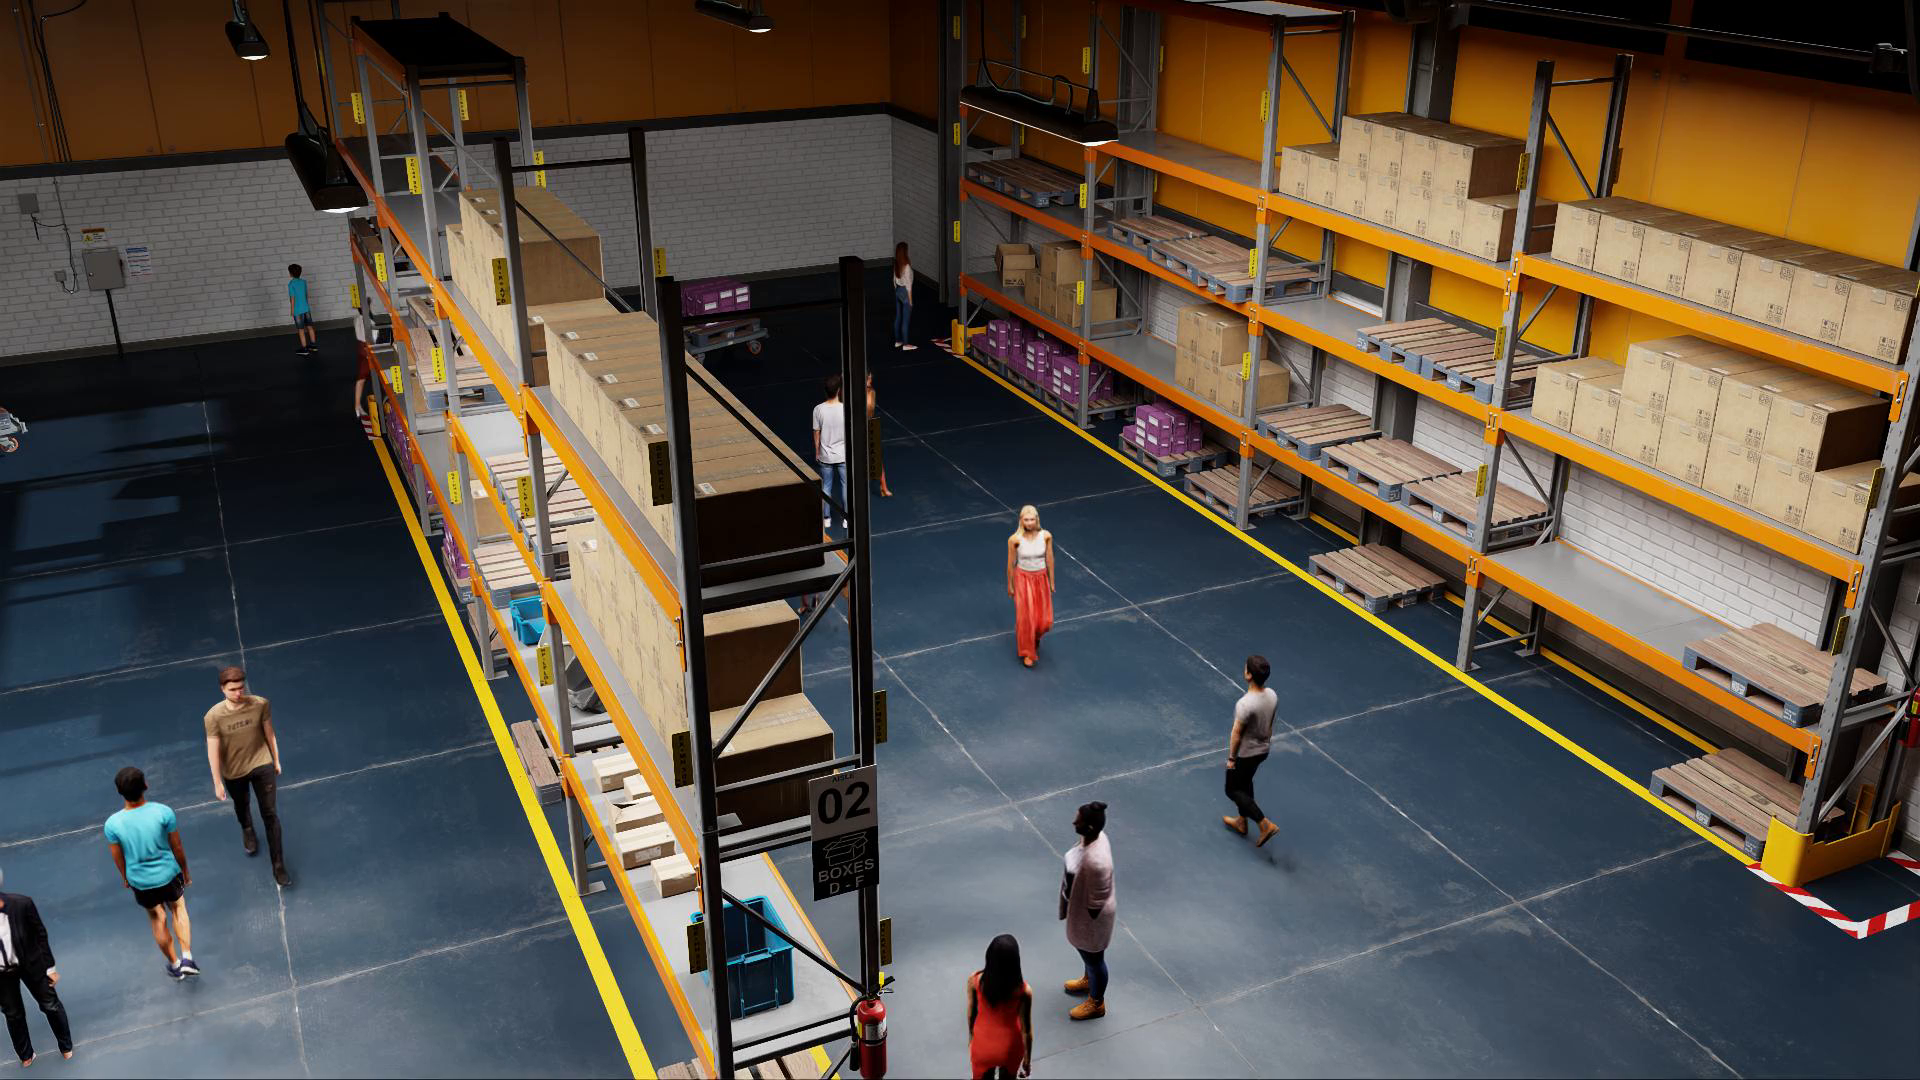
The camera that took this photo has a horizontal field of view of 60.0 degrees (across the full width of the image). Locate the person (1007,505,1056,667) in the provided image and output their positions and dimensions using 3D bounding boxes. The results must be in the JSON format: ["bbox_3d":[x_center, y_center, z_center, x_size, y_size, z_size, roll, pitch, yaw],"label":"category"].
[{"bbox_3d":[0.705,0.416,16.734,0.797,1.775,0.907,-3,24,-7],"label":"person"}]

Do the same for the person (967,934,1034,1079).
[{"bbox_3d":[0.214,3.235,10.389,0.941,1.692,1.138,3,24,6],"label":"person"}]

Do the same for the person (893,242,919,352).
[{"bbox_3d":[-0.916,-3.927,26.727,0.664,1.728,0.492,-15,28,-31],"label":"person"}]

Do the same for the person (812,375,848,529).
[{"bbox_3d":[-1.506,-1.058,19.965,0.757,1.888,0.743,2,24,4],"label":"person"}]

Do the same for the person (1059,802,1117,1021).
[{"bbox_3d":[0.931,2.593,11.795,0.846,1.743,0.715,0,24,0],"label":"person"}]

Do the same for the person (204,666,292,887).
[{"bbox_3d":[-5.789,1.832,13.462,0.798,1.802,1.282,-14,27,-29],"label":"person"}]

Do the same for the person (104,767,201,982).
[{"bbox_3d":[-5.815,2.486,12.013,0.633,1.762,0.738,-11,26,-23],"label":"person"}]

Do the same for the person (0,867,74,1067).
[{"bbox_3d":[-6.346,2.916,11.302,0.753,1.778,0.635,-6,24,-14],"label":"person"}]

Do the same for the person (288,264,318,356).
[{"bbox_3d":[-10.526,-3.704,26.564,0.648,1.449,0.594,9,25,20],"label":"person"}]

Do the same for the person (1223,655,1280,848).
[{"bbox_3d":[2.437,1.770,13.721,0.763,1.707,0.963,-19,30,-37],"label":"person"}]
